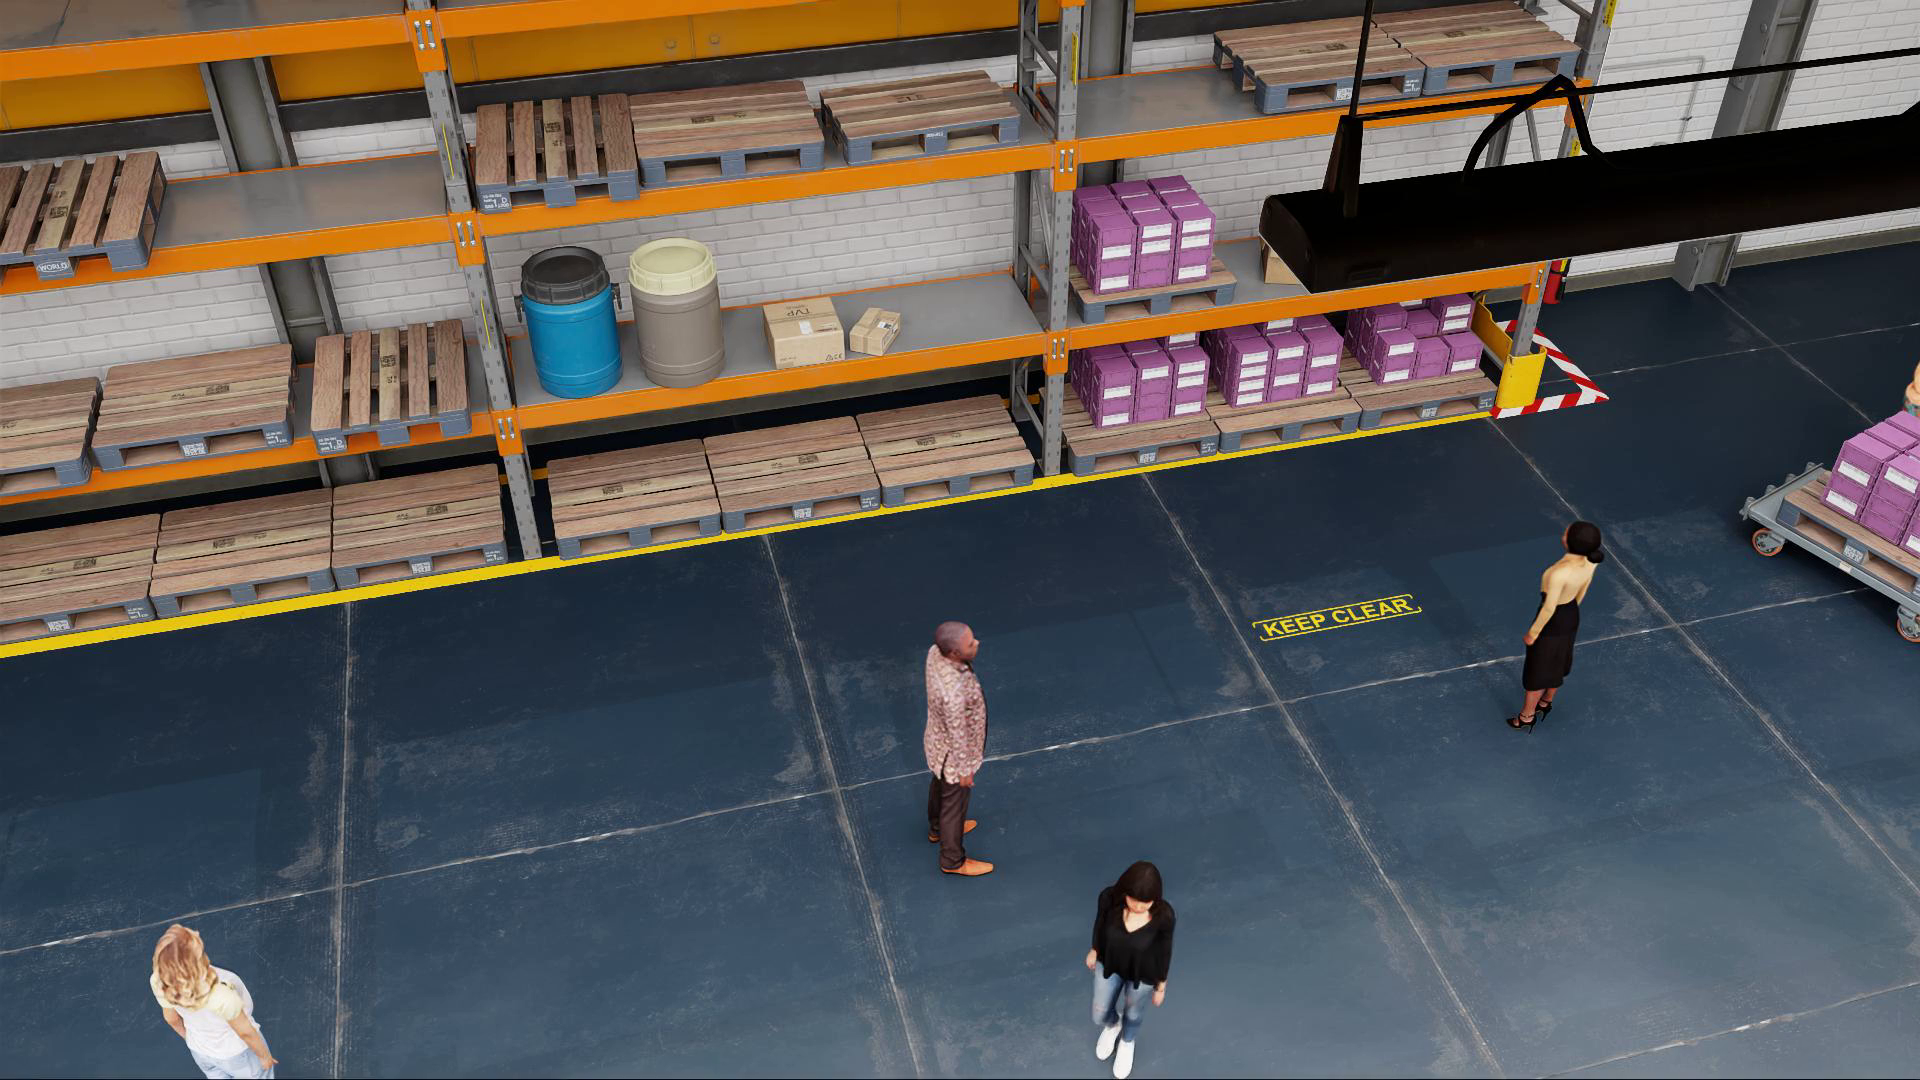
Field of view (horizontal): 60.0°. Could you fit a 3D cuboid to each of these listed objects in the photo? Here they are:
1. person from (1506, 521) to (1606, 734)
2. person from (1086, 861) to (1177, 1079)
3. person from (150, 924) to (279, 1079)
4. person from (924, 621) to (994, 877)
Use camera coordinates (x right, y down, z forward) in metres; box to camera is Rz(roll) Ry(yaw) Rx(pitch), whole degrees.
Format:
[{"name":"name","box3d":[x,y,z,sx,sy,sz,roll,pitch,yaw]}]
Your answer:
[{"name":"person","box3d":[3.720,0.539,10.407,0.586,1.653,0.705,-24,45,-27]},{"name":"person","box3d":[0.882,2.099,8.470,0.675,1.633,0.757,13,40,16]},{"name":"person","box3d":[-3.519,2.437,7.974,0.652,1.723,0.770,8,39,10]},{"name":"person","box3d":[-0.050,1.168,9.494,0.583,1.808,0.675,-8,39,-10]}]
